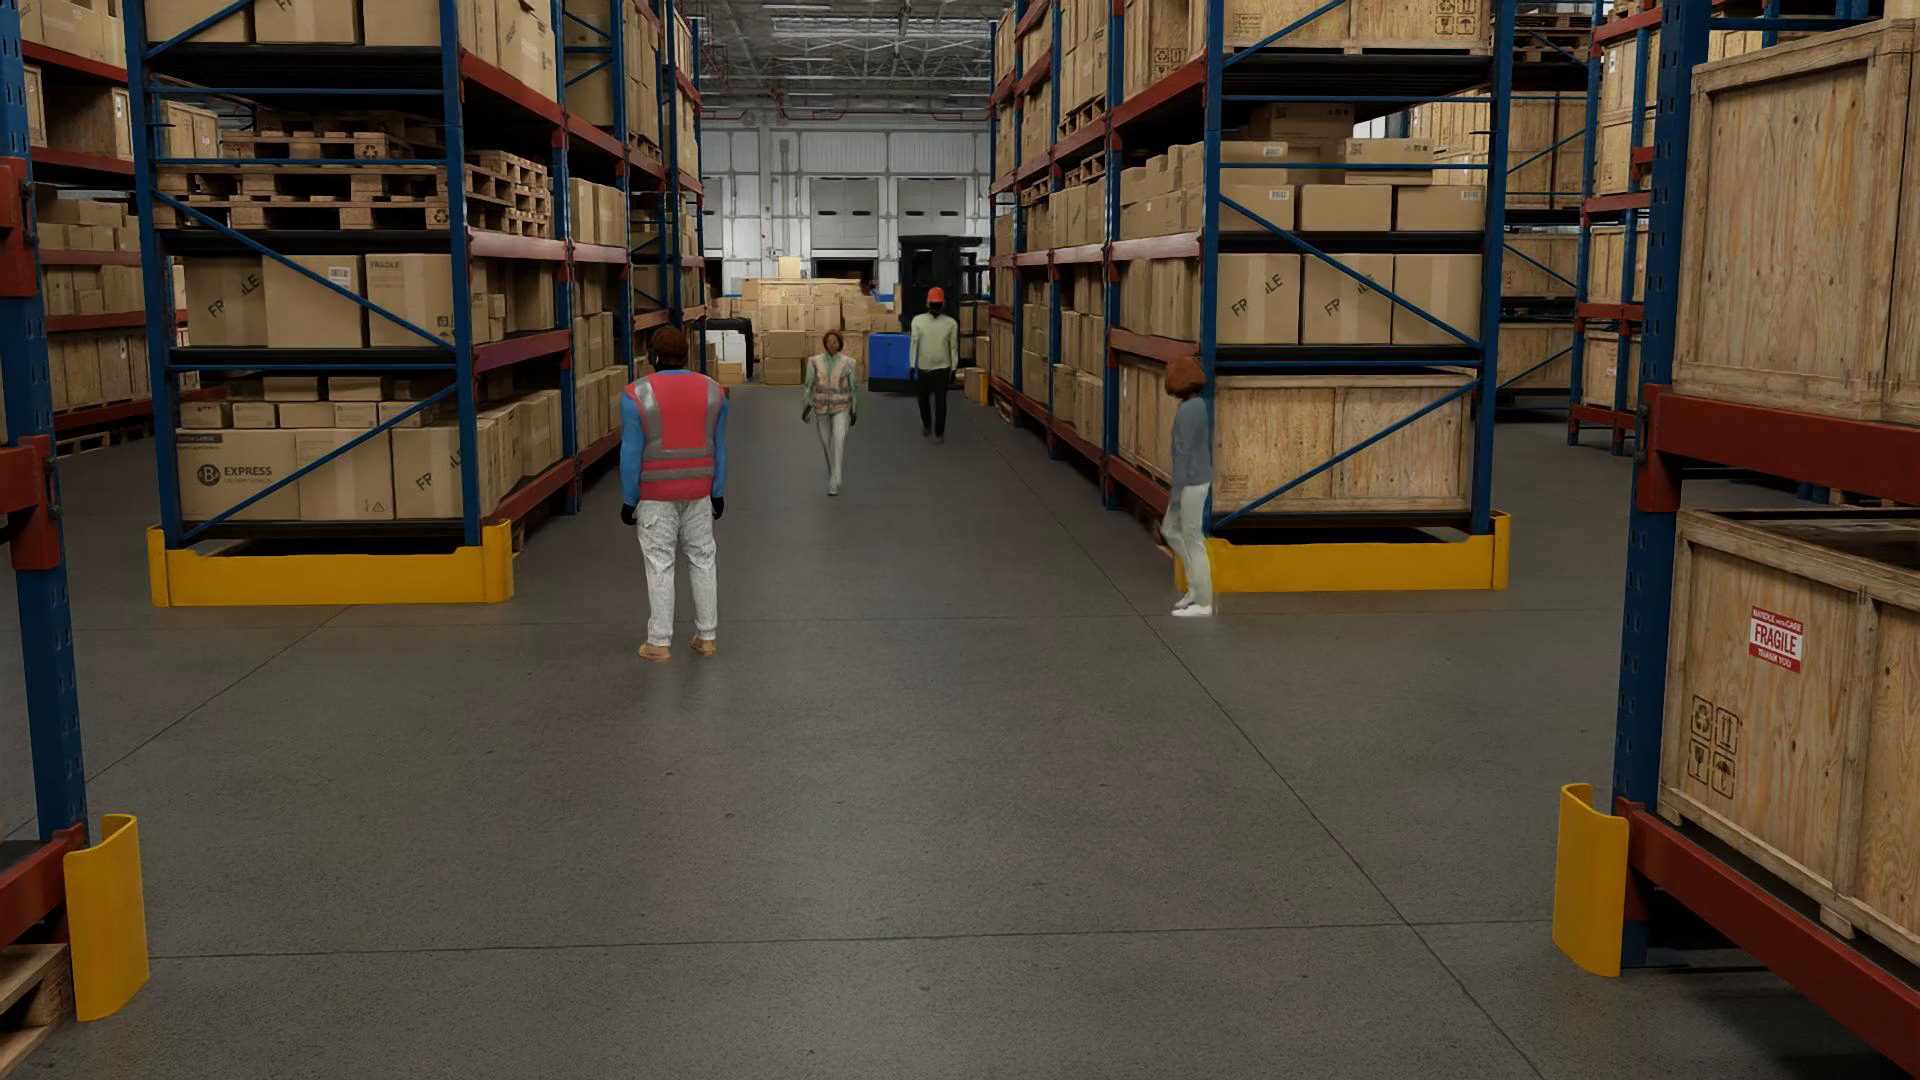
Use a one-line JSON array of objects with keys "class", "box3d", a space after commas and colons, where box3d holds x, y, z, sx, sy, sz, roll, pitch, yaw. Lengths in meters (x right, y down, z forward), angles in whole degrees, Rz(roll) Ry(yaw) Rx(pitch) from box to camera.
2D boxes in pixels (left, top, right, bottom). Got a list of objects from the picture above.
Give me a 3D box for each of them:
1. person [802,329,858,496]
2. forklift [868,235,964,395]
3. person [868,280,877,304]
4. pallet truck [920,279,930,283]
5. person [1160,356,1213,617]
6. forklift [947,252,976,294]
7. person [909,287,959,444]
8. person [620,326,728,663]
[{"class": "person", "box3d": [-1.247, -1.266, 16.268, 0.515, 1.602, 0.834, 2, 9, 10]}, {"class": "forklift", "box3d": [-0.662, -4.024, 29.594, 1.129, 2.768, 1.873, 8, 12, 40]}, {"class": "person", "box3d": [-3.368, -9.214, 65.197, 0.622, 1.921, 0.550, 3, 9, 17]}, {"class": "pallet truck", "box3d": [-0.932, -8.922, 63.114, 1.885, 1.965, 0.823, 2, 9, 13]}, {"class": "person", "box3d": [1.420, -0.324, 10.304, 0.402, 1.607, 0.609, 3, 9, 16]}, {"class": "forklift", "box3d": [0.018, -7.528, 51.600, 1.129, 2.768, 1.873, -4, 10, -23]}, {"class": "person", "box3d": [-0.326, -2.202, 20.978, 0.629, 1.978, 0.618, 0, 9, 0]}, {"class": "person", "box3d": [-1.582, -0.251, 9.158, 0.633, 1.841, 0.429, -6, 11, -33]}]
